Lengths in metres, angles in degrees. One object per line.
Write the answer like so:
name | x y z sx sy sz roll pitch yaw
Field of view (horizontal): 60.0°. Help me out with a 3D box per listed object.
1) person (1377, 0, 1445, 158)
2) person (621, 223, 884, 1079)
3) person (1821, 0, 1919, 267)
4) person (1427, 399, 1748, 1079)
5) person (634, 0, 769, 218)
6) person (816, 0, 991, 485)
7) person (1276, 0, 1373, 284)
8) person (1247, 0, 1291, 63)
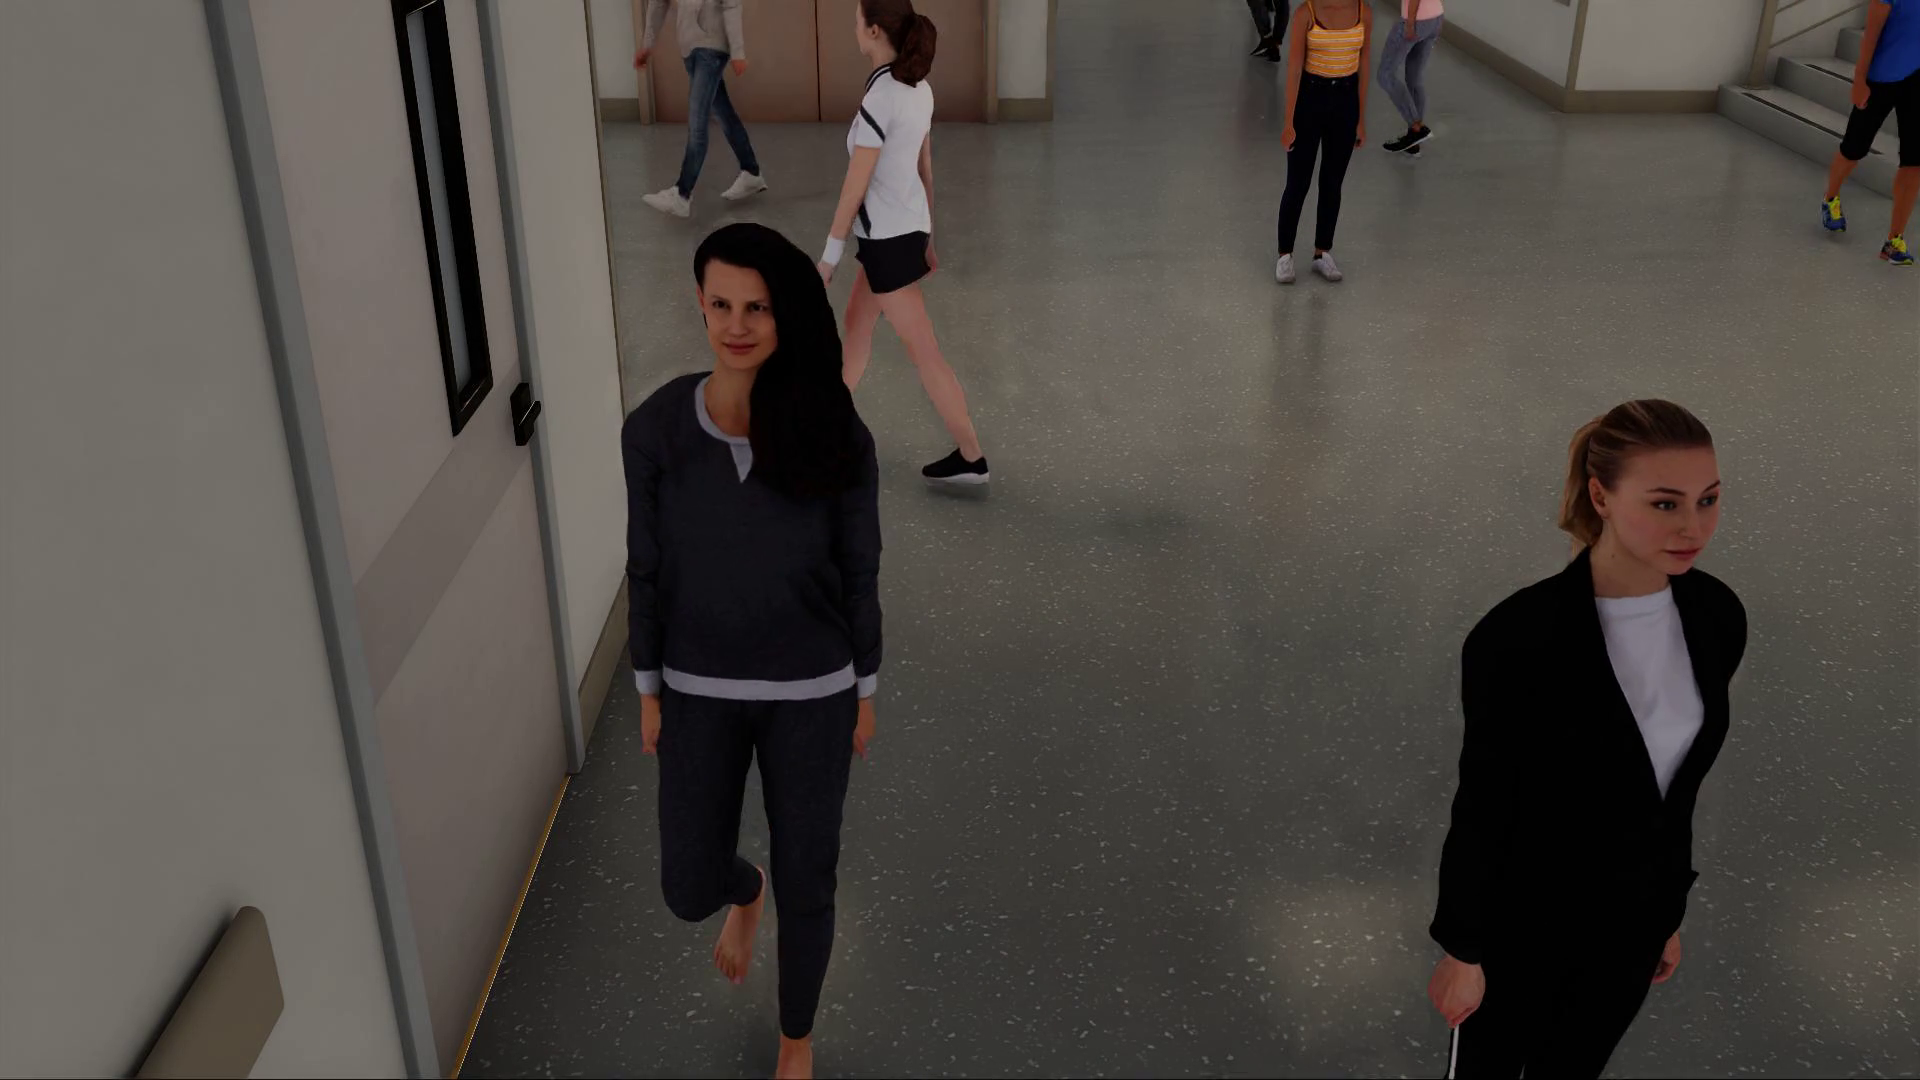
person | 2.984 -3.277 10.543 0.781 1.712 0.720 22 33 38
person | -0.386 0.249 3.174 0.708 1.762 0.685 -1 26 -1
person | 4.798 -2.391 8.586 1.218 1.816 0.819 4 26 8
person | 0.915 0.584 2.542 0.584 1.707 0.741 -8 27 -16
person | -1.354 -2.748 9.345 1.216 1.800 1.254 22 34 38
person | -0.160 -0.977 5.788 1.197 1.699 0.831 9 27 17
person | 1.788 -2.089 8.177 0.479 1.627 0.661 -3 26 -7
person | 2.648 -4.815 13.692 0.669 1.716 0.804 -11 28 -21
